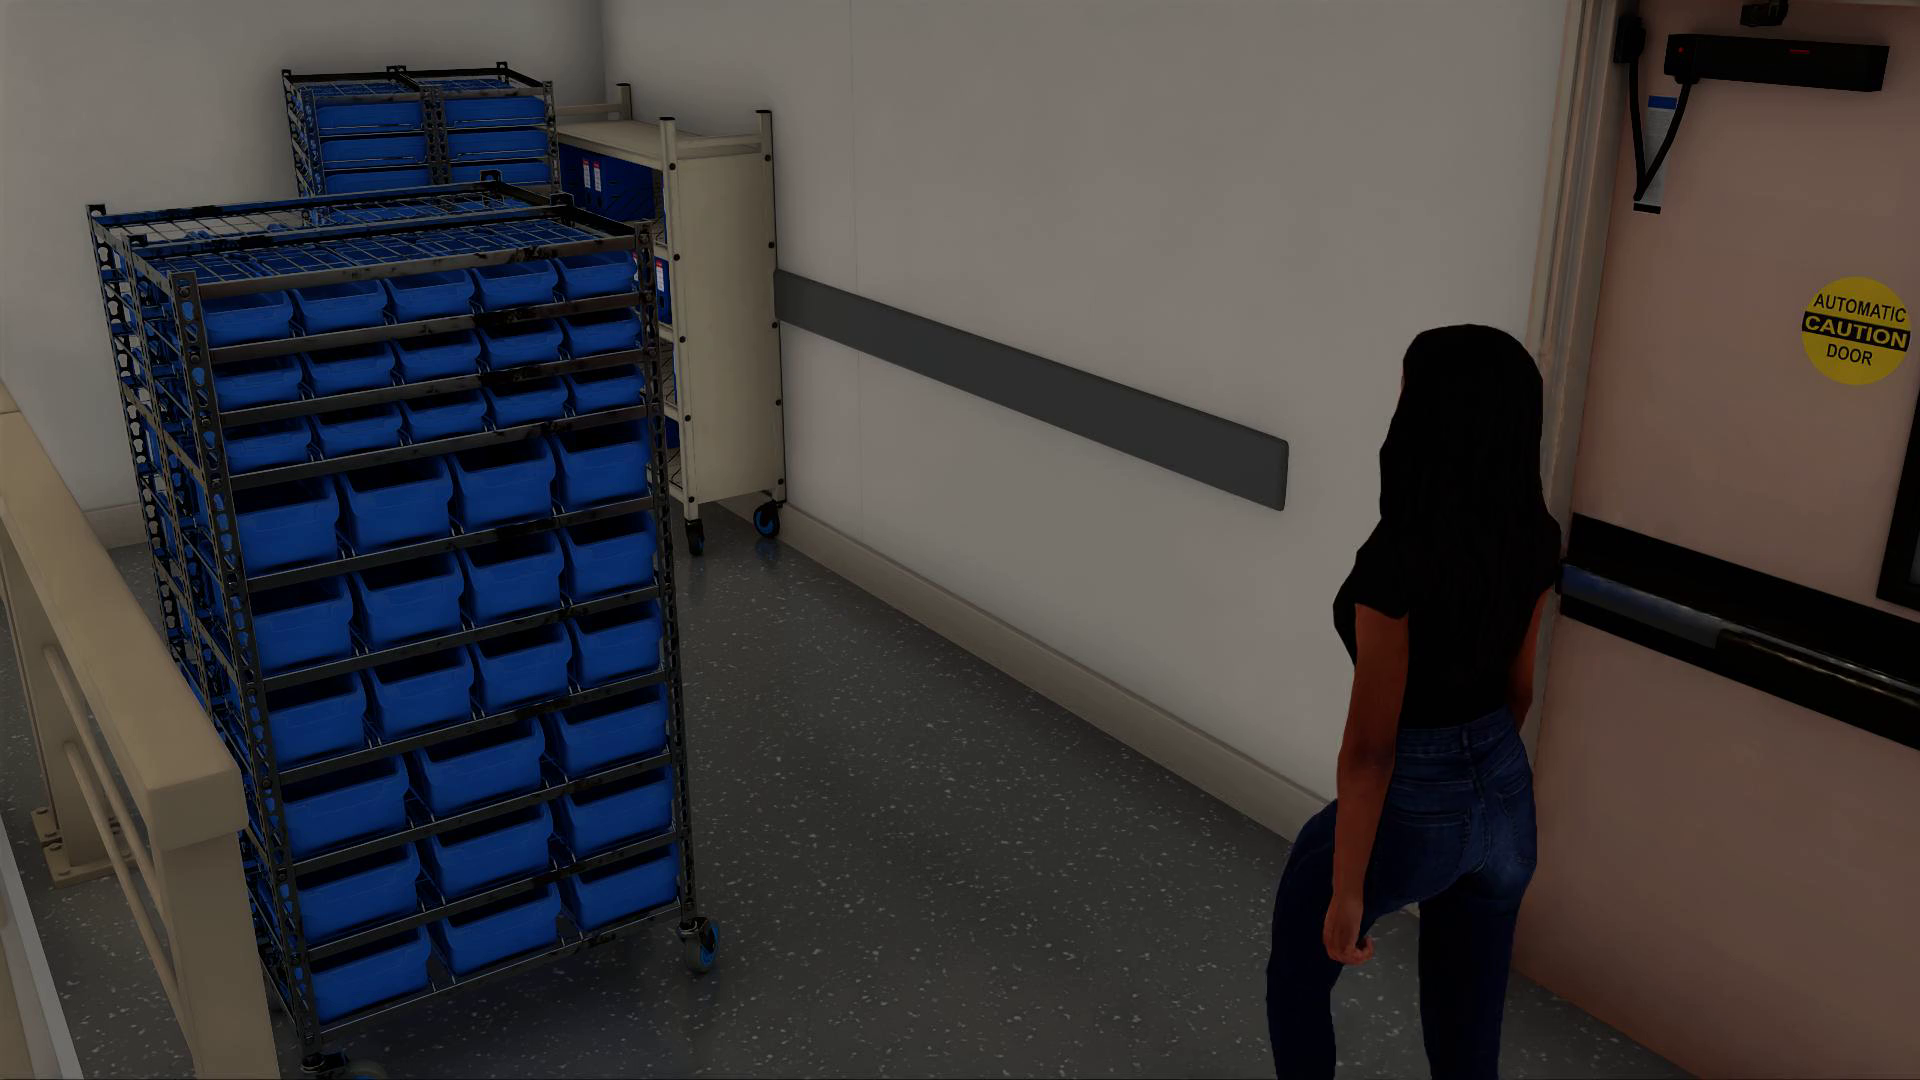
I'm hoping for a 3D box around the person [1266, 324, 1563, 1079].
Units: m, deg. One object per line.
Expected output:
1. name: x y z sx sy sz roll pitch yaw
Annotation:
1. person: 0.799 0.542 2.638 0.680 1.717 0.853 -10 23 -24
